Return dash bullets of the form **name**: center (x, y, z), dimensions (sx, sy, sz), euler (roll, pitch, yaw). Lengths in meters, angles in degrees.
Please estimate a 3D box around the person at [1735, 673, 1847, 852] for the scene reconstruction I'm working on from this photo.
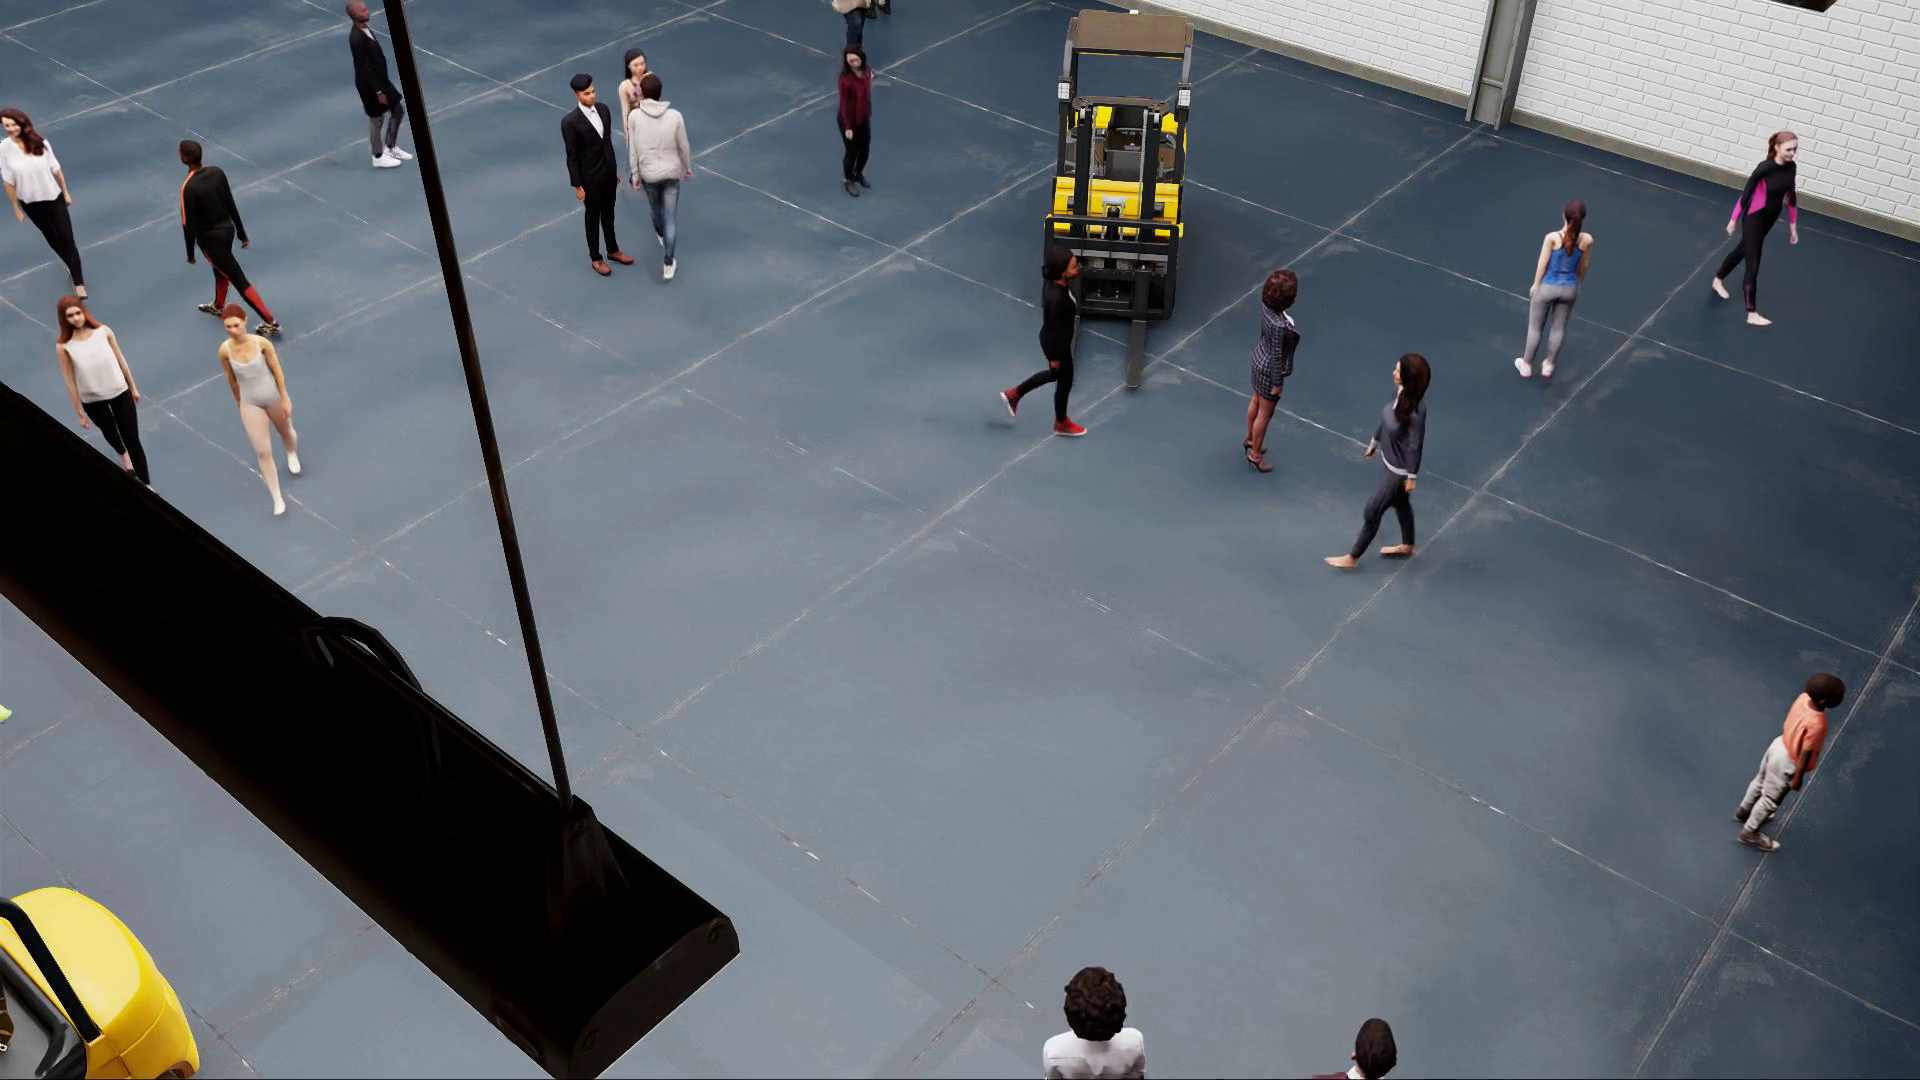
- **person**: center (4.872, 1.277, 9.799), dimensions (0.582, 1.306, 0.557), euler (8, 39, 10)

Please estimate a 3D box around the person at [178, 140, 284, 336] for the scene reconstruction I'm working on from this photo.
- **person**: center (-6.261, -2.529, 14.201), dimensions (1.267, 1.759, 0.914), euler (14, 41, 17)

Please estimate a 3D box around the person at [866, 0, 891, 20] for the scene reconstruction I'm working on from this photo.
- **person**: center (-1.041, -7.259, 20.009), dimensions (0.713, 1.904, 0.630), euler (-29, 47, -31)

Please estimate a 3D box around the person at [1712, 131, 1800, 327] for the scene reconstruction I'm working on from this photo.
- **person**: center (6.959, -2.819, 14.610), dimensions (0.969, 1.702, 1.184), euler (-12, 40, -15)

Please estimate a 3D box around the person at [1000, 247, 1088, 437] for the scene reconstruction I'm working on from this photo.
- **person**: center (0.679, -1.541, 13.044), dimensions (1.038, 1.659, 0.909), euler (4, 39, 5)

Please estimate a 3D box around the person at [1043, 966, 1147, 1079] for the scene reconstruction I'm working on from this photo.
- **person**: center (0.627, 2.711, 7.642), dimensions (1.169, 1.757, 1.161), euler (1, 39, 1)

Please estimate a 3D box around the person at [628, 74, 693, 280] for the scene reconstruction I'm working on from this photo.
- **person**: center (-2.715, -3.246, 15.062), dimensions (1.160, 1.805, 1.239), euler (-4, 39, -6)

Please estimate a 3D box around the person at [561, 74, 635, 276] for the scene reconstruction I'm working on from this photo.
- **person**: center (-3.320, -3.350, 15.129), dimensions (0.562, 1.884, 0.705), euler (24, 45, 27)

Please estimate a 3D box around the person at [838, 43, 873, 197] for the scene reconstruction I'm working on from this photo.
- **person**: center (-1.070, -4.137, 16.320), dimensions (0.605, 1.628, 0.592), euler (18, 42, 22)

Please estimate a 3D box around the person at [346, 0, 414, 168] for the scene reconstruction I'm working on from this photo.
- **person**: center (-6.012, -4.579, 16.778), dimensions (0.850, 1.748, 0.795), euler (-1, 39, -2)

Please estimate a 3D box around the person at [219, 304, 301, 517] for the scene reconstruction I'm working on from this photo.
- **person**: center (-5.221, -1.072, 12.507), dimensions (0.882, 1.597, 1.106), euler (-13, 41, -16)

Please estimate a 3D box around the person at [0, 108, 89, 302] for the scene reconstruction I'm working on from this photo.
- **person**: center (-8.186, -3.030, 14.844), dimensions (0.916, 1.739, 1.196), euler (-18, 42, -21)

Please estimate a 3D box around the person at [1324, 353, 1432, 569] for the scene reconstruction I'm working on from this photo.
- **person**: center (3.177, -0.541, 11.730), dimensions (1.049, 1.737, 0.977), euler (-2, 39, -2)

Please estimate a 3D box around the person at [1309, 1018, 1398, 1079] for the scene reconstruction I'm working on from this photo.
- **person**: center (1.671, 2.860, 7.384), dimensions (1.197, 1.846, 1.112), euler (5, 39, 6)

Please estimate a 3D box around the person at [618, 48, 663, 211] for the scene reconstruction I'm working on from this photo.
- **person**: center (-3.023, -3.859, 15.872), dimensions (0.730, 1.754, 0.985), euler (-26, 45, -29)

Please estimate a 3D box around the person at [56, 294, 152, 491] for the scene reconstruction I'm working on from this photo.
- **person**: center (-6.426, -1.091, 12.470), dimensions (0.849, 1.672, 1.184), euler (-21, 43, -24)

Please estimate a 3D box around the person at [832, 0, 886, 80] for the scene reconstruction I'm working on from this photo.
- **person**: center (-1.249, -6.201, 18.710), dimensions (0.894, 1.871, 0.696), euler (29, 47, 31)

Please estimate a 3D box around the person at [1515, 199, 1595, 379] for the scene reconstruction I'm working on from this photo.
- **person**: center (4.928, -2.076, 13.754), dimensions (0.640, 1.610, 0.717), euler (2, 39, 2)

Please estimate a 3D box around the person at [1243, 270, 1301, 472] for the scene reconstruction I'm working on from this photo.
- **person**: center (2.353, -1.293, 12.701), dimensions (0.754, 1.701, 0.695), euler (-3, 39, -4)
